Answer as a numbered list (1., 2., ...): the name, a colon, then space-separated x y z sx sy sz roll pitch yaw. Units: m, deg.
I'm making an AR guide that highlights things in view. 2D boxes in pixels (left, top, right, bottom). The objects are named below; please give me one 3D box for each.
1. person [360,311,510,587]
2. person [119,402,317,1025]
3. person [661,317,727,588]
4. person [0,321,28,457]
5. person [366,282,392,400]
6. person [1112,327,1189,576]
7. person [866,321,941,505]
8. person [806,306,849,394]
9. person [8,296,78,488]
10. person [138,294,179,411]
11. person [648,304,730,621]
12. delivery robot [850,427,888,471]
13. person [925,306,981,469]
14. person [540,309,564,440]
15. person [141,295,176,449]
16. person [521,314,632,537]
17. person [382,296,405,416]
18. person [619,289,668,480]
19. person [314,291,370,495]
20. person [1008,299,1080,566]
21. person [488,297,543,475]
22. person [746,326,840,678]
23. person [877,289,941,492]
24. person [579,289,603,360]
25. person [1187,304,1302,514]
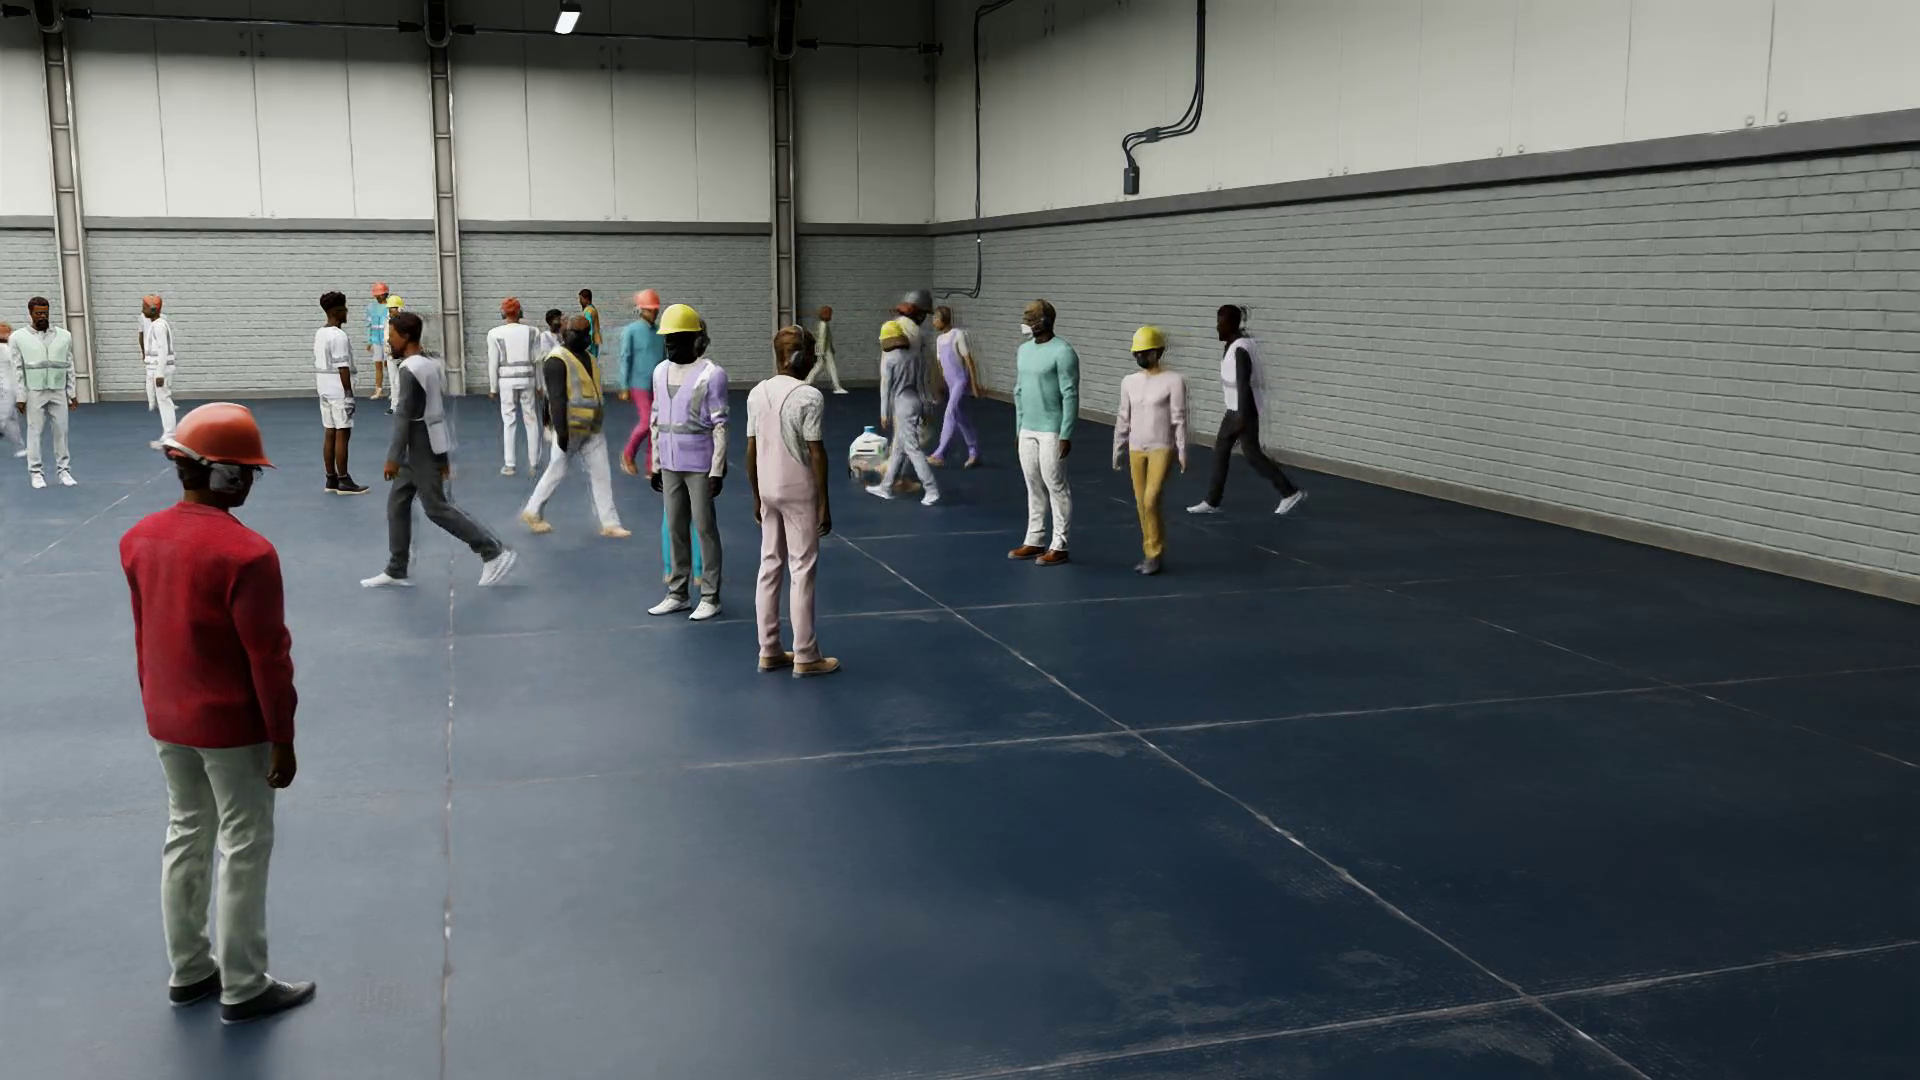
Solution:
1. person: -3.554 -0.601 11.188 0.933 1.880 0.575 -2 9 -13
2. person: -2.065 0.484 4.677 0.575 1.740 0.348 4 10 26
3. person: -1.816 -0.588 11.224 0.523 1.833 0.339 3 9 17
4. person: -11.060 -1.721 19.194 0.512 1.602 0.814 3 10 21
5. person: -9.903 -3.405 28.551 0.605 2.034 0.391 1 9 5
6. person: 1.299 -0.614 11.659 0.549 1.743 0.568 7 11 38
7. person: -0.498 -1.178 15.448 0.925 1.690 0.522 6 11 33
8. person: -2.468 -3.447 30.216 0.821 1.595 0.499 -1 9 -7
9. person: -9.163 -1.474 16.649 0.391 1.911 0.584 7 12 39
10. person: -12.682 -2.949 26.260 0.506 1.841 0.344 1 9 8
11. person: -1.675 -0.473 10.185 0.590 1.927 0.367 6 10 32
12. delivery robot: -0.935 -0.927 17.146 0.477 0.478 0.707 0 9 3
13. person: -0.109 -1.671 18.286 0.809 1.784 0.587 -4 10 -25
14. person: -5.249 -2.146 21.586 0.321 1.697 0.530 5 10 30
15. person: -9.823 -2.057 20.424 0.337 1.883 0.584 -4 10 -27
16. person: -3.145 -0.916 13.435 0.945 1.810 0.628 4 10 24
17. person: -8.517 -2.783 25.222 0.602 1.830 0.404 4 10 22
18. person: -3.234 -1.600 17.207 0.493 1.974 0.632 6 11 35
19. person: -6.020 -1.422 16.113 0.363 1.966 0.610 -8 12 -42
20. person: 0.615 -0.781 12.121 0.369 1.936 0.630 -6 11 -35
21. person: -4.724 -1.632 17.714 0.572 1.886 0.353 -5 10 -27
22. person: -0.883 -0.199 8.724 0.514 1.835 0.344 6 11 35
23. person: -0.468 -1.449 16.049 0.567 2.000 0.709 -2 9 -15
24. person: -6.325 -3.333 28.472 0.392 1.916 0.587 -1 9 -6
25. person: 2.539 -1.144 14.687 0.942 1.873 0.643 0 9 -2
